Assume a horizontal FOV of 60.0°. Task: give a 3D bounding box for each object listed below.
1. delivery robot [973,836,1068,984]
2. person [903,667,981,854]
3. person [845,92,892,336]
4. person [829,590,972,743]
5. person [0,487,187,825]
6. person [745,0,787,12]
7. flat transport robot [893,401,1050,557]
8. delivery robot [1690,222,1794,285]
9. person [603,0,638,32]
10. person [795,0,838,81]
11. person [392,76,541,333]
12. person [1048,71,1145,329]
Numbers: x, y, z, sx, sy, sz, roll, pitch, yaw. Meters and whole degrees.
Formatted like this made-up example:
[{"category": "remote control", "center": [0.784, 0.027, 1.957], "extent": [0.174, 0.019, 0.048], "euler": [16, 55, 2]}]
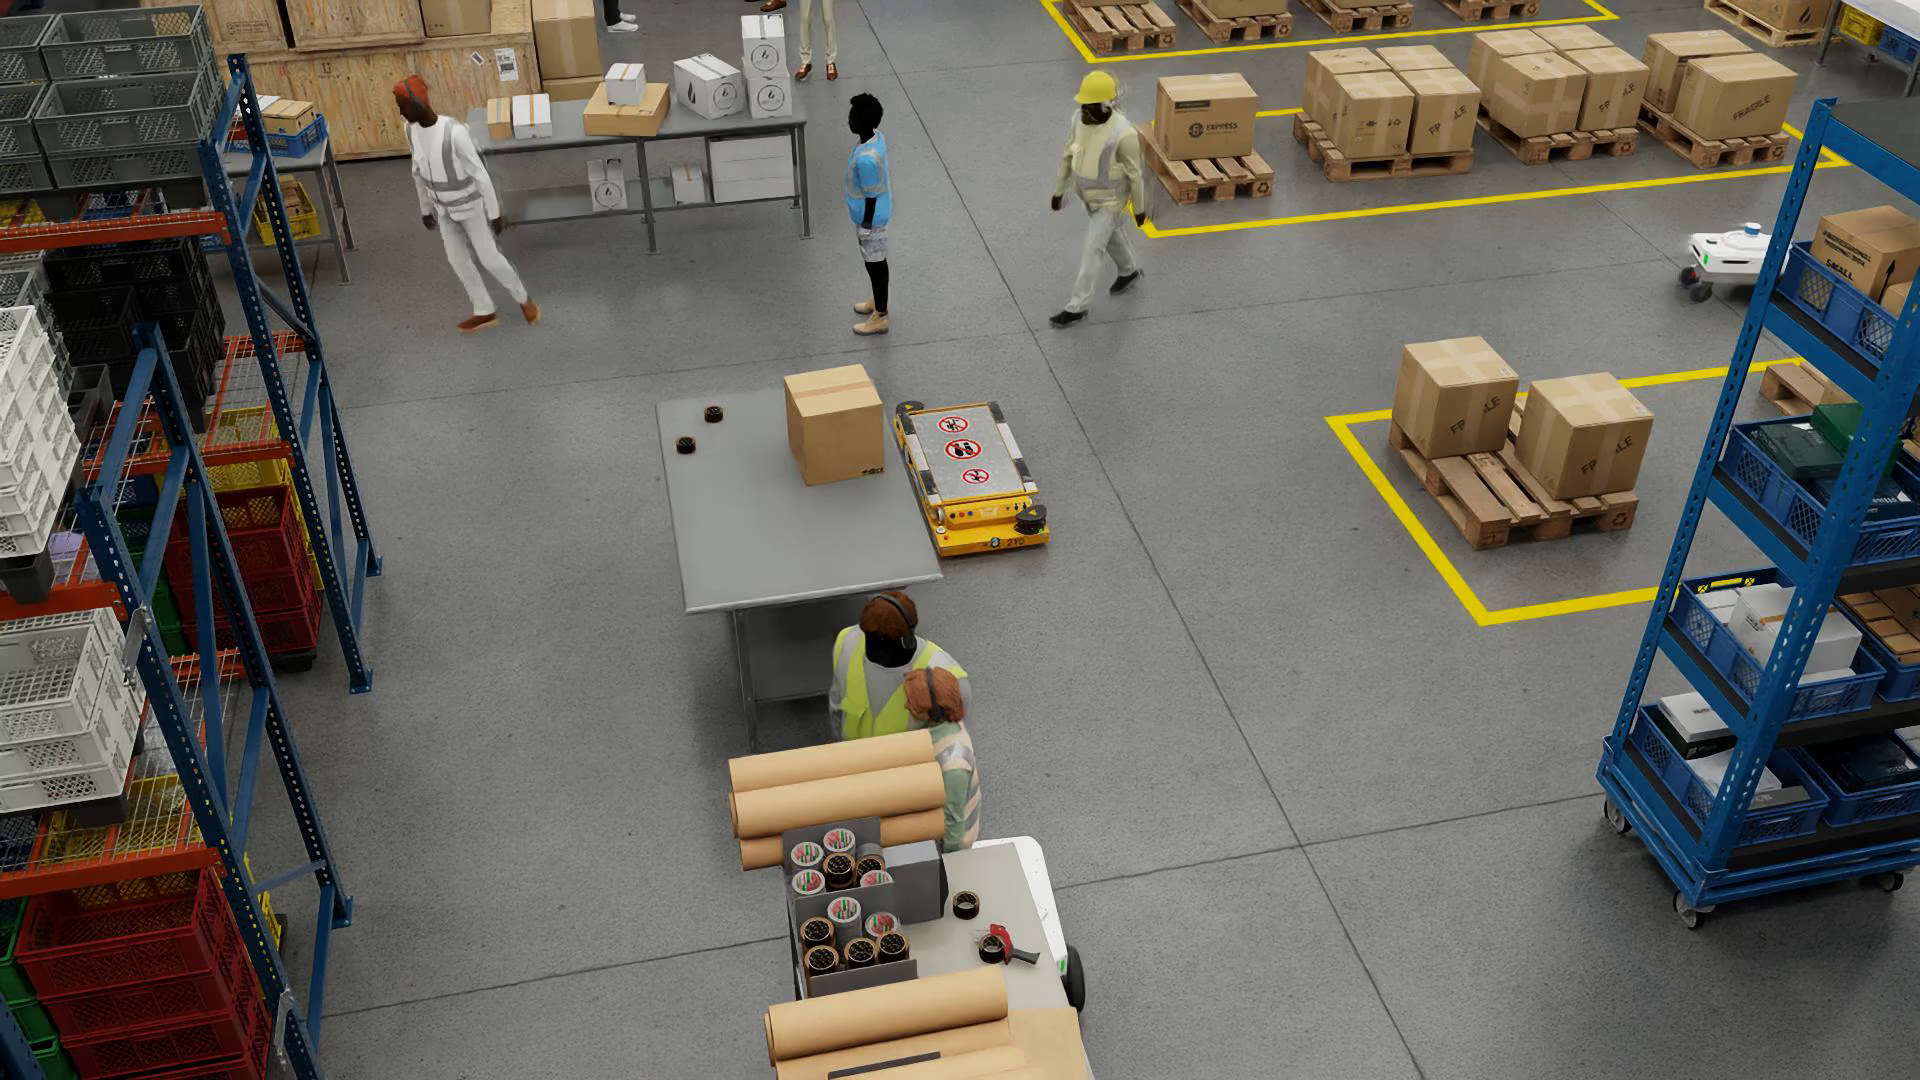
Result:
[{"category": "delivery robot", "center": [0.232, 1.591, 7.081], "extent": [0.477, 0.478, 0.707], "euler": [-5, 37, -7]}, {"category": "person", "center": [-0.074, 1.163, 6.837], "extent": [0.317, 1.631, 0.527], "euler": [-9, 38, -12]}, {"category": "person", "center": [-0.620, -2.218, 11.324], "extent": [0.316, 1.697, 0.540], "euler": [0, 37, 0]}, {"category": "person", "center": [-0.268, 0.956, 6.940], "extent": [0.623, 1.844, 0.430], "euler": [17, 40, 22]}, {"category": "person", "center": [-3.878, 0.516, 7.456], "extent": [0.633, 1.932, 0.369], "euler": [0, 37, -1]}, {"category": "person", "center": [-1.987, -6.296, 16.633], "extent": [0.411, 1.908, 0.643], "euler": [-20, 41, -25]}, {"category": "flat transport robot", "center": [0.046, -0.430, 10.108], "extent": [0.652, 0.197, 1.431], "euler": [-8, 37, -10]}, {"category": "delivery robot", "center": [5.639, -2.046, 11.964], "extent": [0.707, 0.478, 0.477], "euler": [2, 37, 2]}, {"category": "person", "center": [-3.415, -5.905, 16.108], "extent": [0.388, 1.911, 0.591], "euler": [-9, 38, -12]}, {"category": "person", "center": [-1.302, -5.101, 15.057], "extent": [0.513, 1.872, 0.331], "euler": [3, 37, 4]}, {"category": "person", "center": [-3.336, -2.292, 11.299], "extent": [0.648, 1.853, 0.626], "euler": [20, 41, 24]}, {"category": "person", "center": [0.994, -2.414, 11.523], "extent": [0.940, 1.782, 0.614], "euler": [-22, 42, -27]}]
